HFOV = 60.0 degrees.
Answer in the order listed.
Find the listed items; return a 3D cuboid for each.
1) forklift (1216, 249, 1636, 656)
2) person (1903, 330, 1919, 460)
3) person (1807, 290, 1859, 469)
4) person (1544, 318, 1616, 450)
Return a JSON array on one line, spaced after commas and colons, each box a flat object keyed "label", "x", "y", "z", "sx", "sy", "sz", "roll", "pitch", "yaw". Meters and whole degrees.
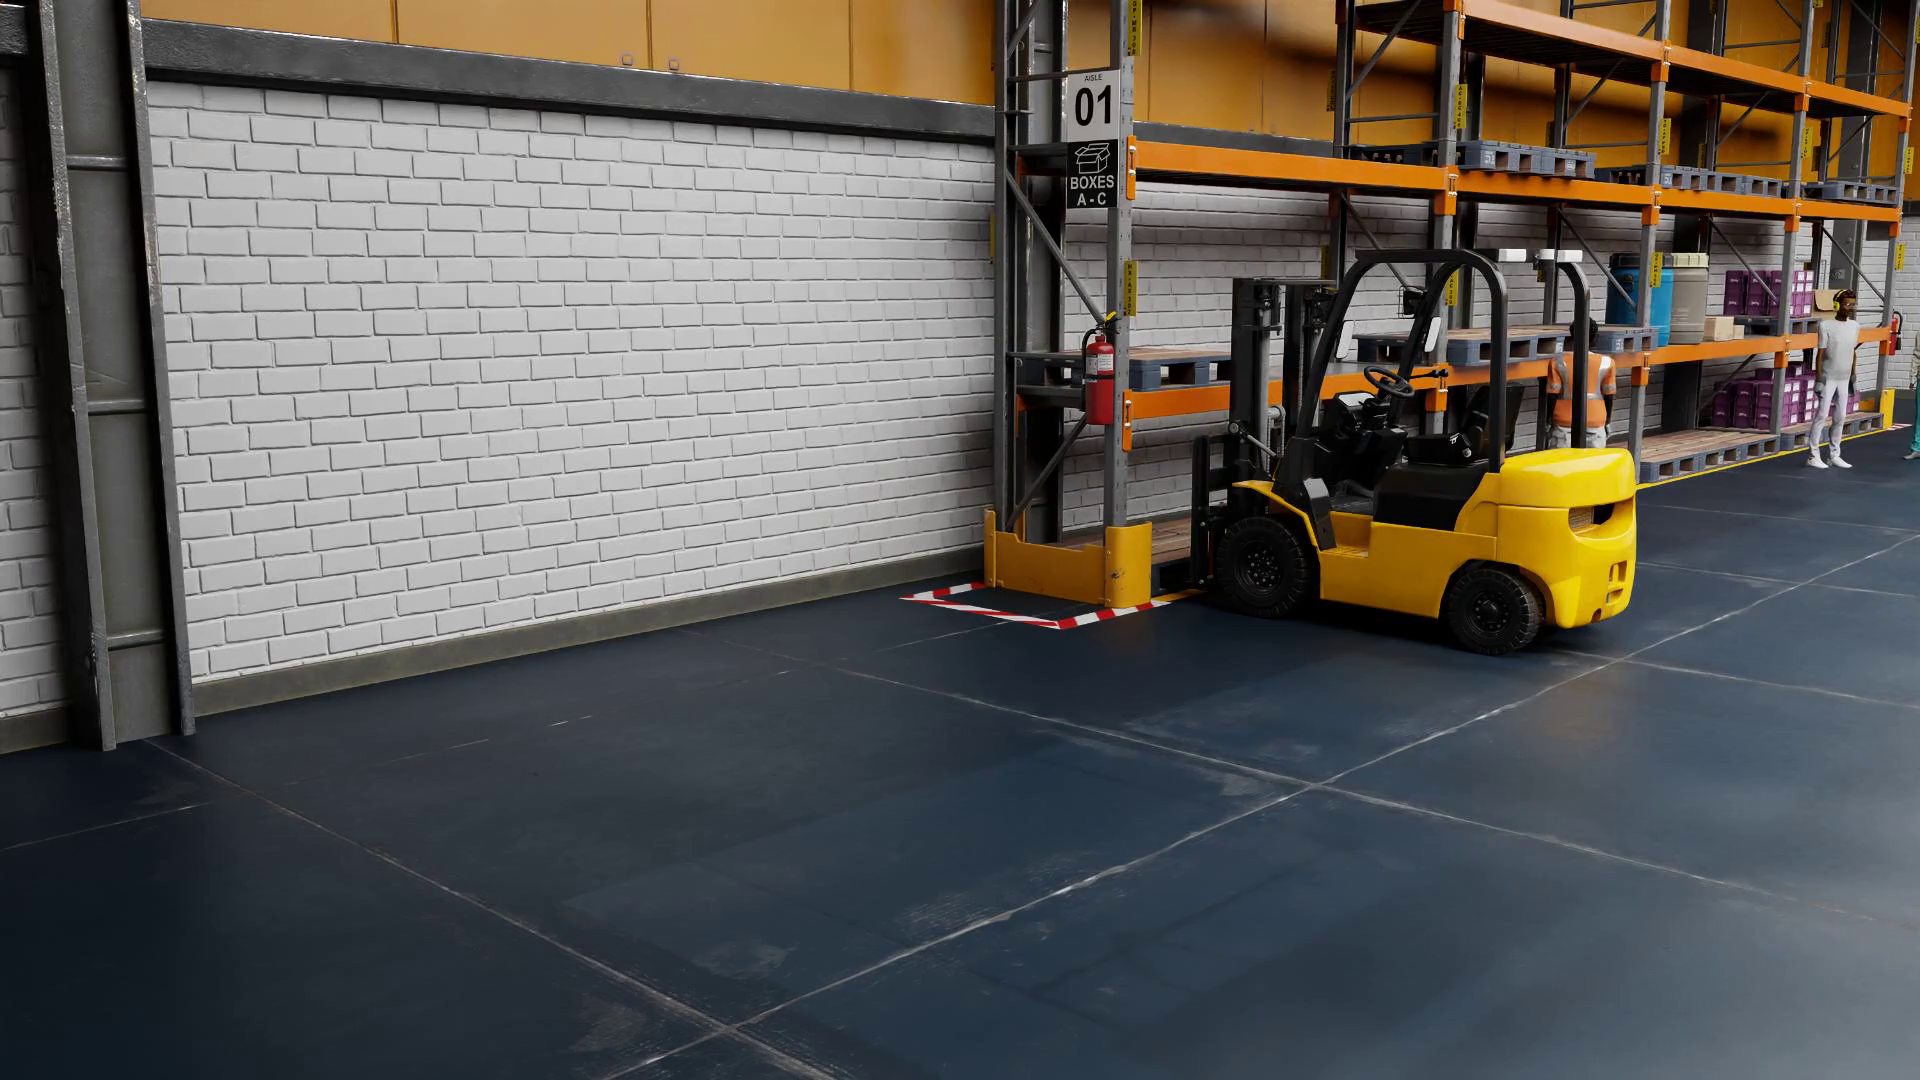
[{"label": "forklift", "x": 2.710, "y": -0.584, "z": 9.626, "sx": 2.313, "sy": 2.155, "sz": 1.214, "roll": 9, "pitch": 13, "yaw": 43}, {"label": "person", "x": 10.510, "y": -1.723, "z": 17.917, "sx": 0.310, "sy": 1.769, "sz": 0.522, "roll": -8, "pitch": 12, "yaw": -41}, {"label": "person", "x": 9.104, "y": -1.664, "z": 17.284, "sx": 0.515, "sy": 1.861, "sz": 0.320, "roll": -3, "pitch": 10, "yaw": -15}, {"label": "person", "x": 4.907, "y": -0.919, "z": 13.198, "sx": 0.537, "sy": 1.695, "sz": 0.321, "roll": 2, "pitch": 9, "yaw": 12}]
